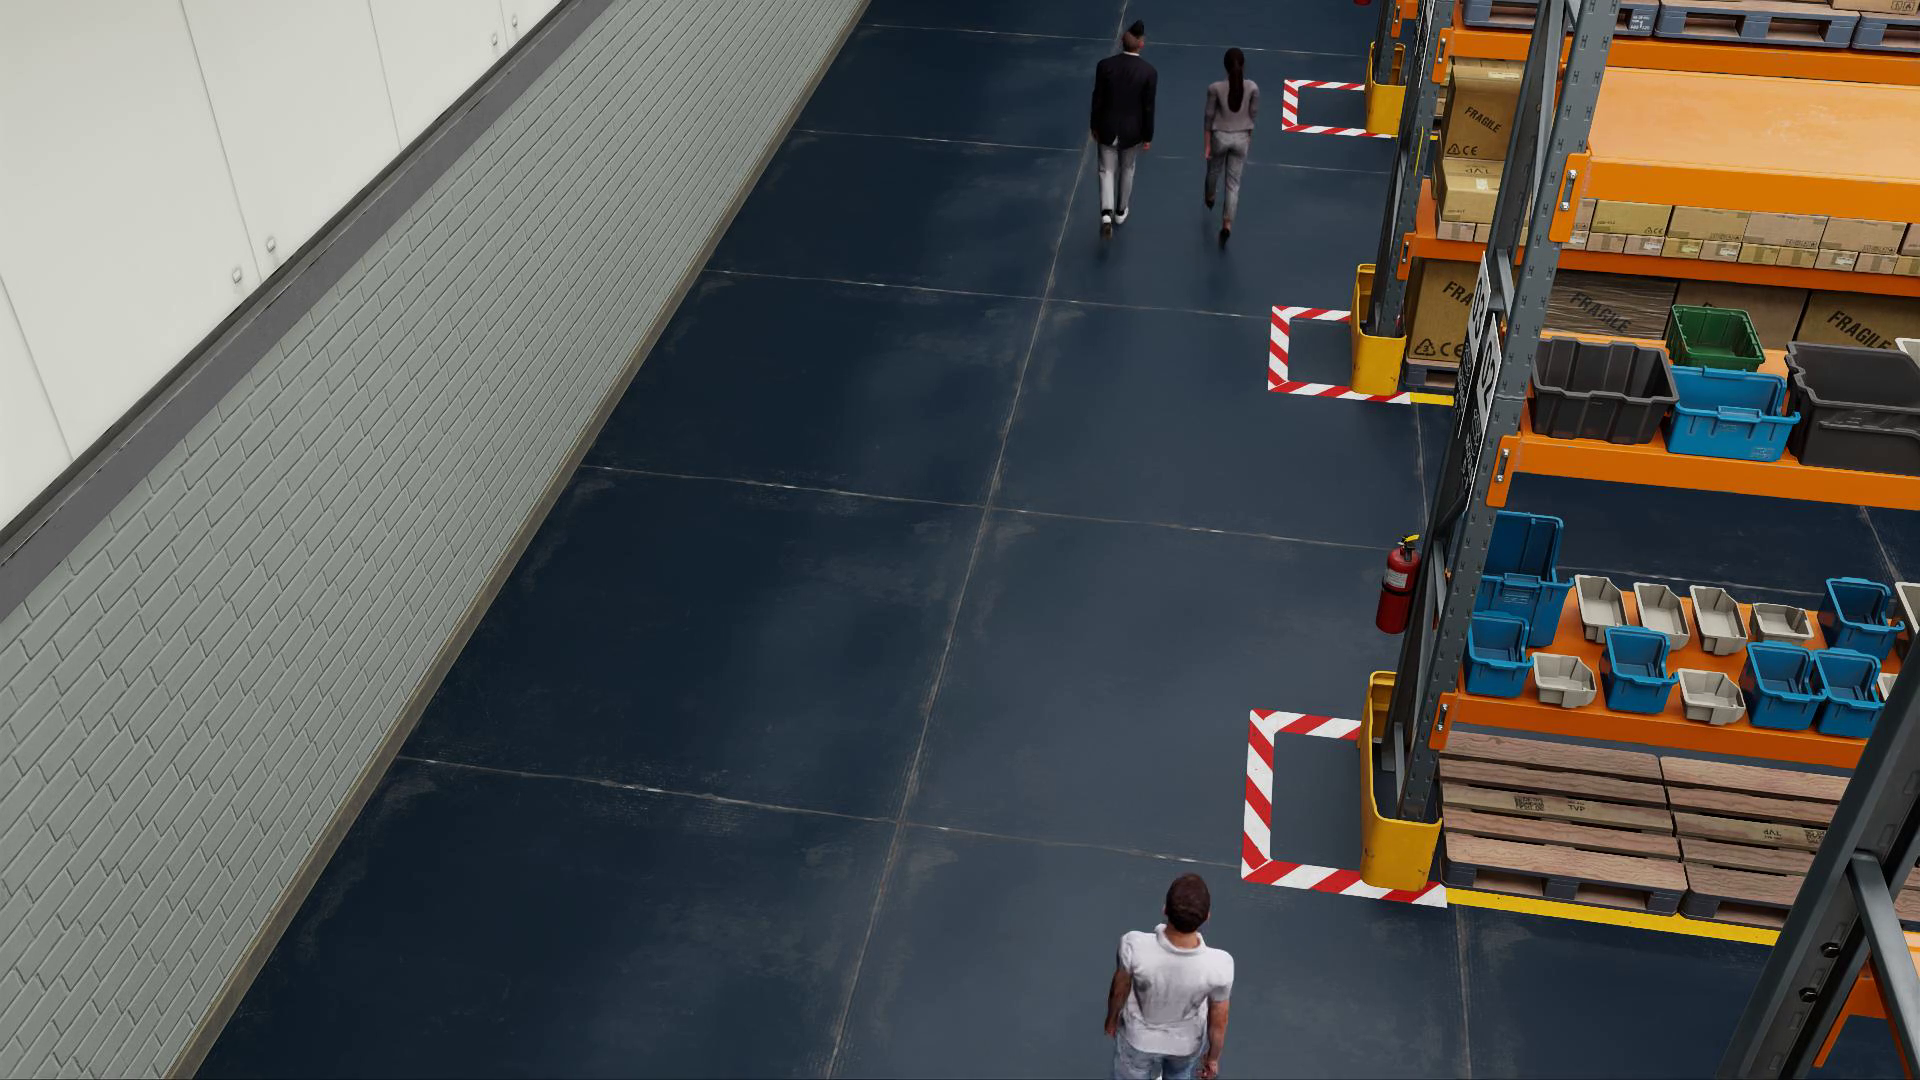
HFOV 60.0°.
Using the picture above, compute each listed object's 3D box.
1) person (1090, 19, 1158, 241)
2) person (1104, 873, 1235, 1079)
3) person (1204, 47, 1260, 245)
[{"bbox_3d":[1.376,-3.487,14.238,1.011,1.922,0.767,6,38,7],"label":"person"},{"bbox_3d":[0.831,2.137,6.919,1.096,1.826,0.781,3,37,4],"label":"person"},{"bbox_3d":[2.315,-3.340,14.293,1.079,1.619,0.779,2,37,2],"label":"person"}]
